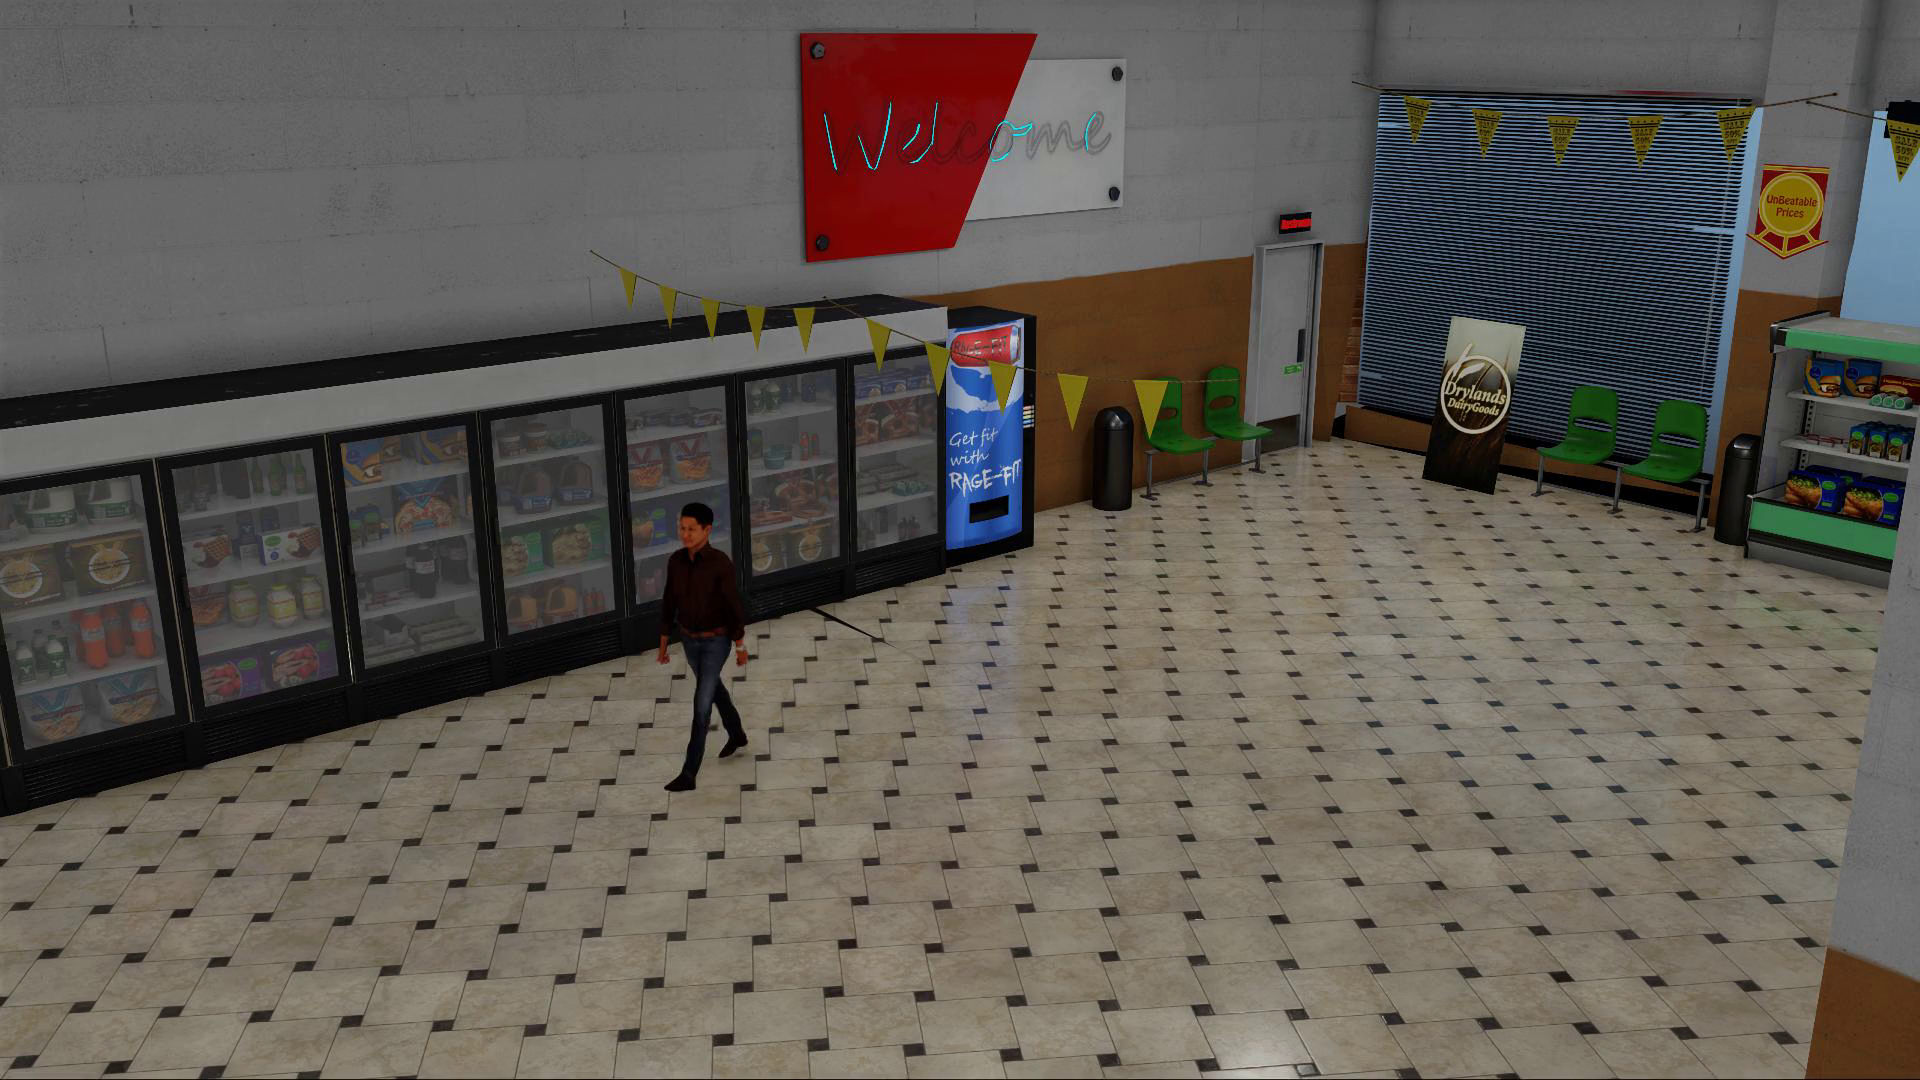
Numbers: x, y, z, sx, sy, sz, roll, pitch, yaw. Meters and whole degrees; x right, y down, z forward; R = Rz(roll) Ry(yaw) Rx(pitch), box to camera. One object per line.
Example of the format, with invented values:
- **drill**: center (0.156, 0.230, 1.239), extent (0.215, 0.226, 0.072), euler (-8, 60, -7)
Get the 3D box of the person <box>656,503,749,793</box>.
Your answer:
- **person**: center (-1.512, 0.620, 10.194), extent (1.191, 1.730, 1.023), euler (9, 19, 27)
